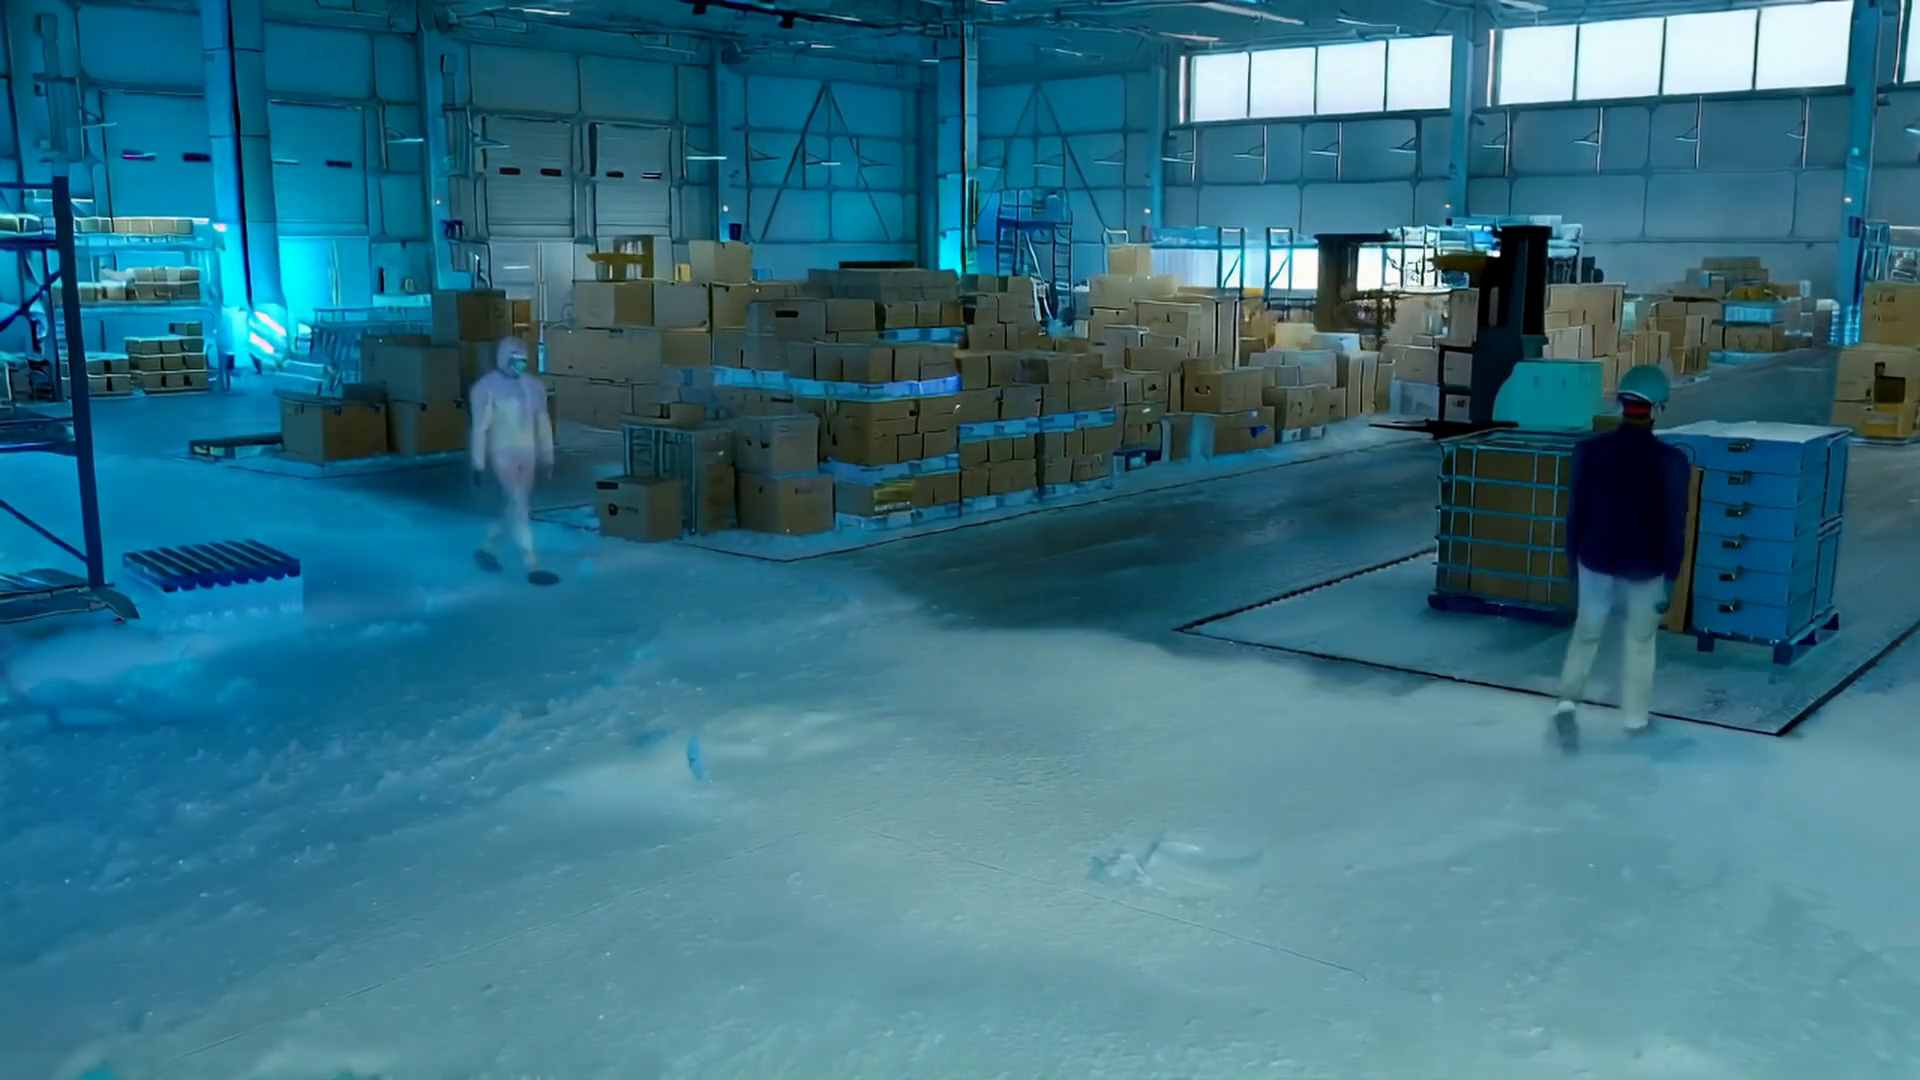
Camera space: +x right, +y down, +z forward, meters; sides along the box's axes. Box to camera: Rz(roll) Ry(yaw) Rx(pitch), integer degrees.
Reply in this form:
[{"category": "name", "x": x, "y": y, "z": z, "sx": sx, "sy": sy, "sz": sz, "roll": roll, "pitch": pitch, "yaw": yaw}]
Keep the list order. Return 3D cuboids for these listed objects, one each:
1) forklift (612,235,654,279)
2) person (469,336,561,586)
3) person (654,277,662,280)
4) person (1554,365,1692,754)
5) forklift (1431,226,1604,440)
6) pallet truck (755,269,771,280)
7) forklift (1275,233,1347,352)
[{"category": "forklift", "x": -7.300, "y": -5.450, "z": 37.421, "sx": 1.873, "sy": 2.768, "sz": 1.129, "roll": 8, "pitch": 13, "yaw": 40}, {"category": "person", "x": -3.471, "y": -0.625, "z": 12.797, "sx": 1.051, "sy": 1.892, "sz": 0.641, "roll": 8, "pitch": 13, "yaw": 37}, {"category": "person", "x": -6.509, "y": -4.725, "z": 36.012, "sx": 0.636, "sy": 1.931, "sz": 0.377, "roll": -5, "pitch": 11, "yaw": -25}, {"category": "person", "x": 3.308, "y": 0.111, "z": 8.339, "sx": 0.614, "sy": 1.973, "sz": 0.835, "roll": 7, "pitch": 12, "yaw": 36}, {"category": "forklift", "x": 7.339, "y": -2.688, "z": 21.696, "sx": 1.873, "sy": 2.768, "sz": 1.129, "roll": 8, "pitch": 13, "yaw": 40}, {"category": "pallet truck", "x": -4.996, "y": -6.432, "z": 45.525, "sx": 1.885, "sy": 1.965, "sz": 0.823, "roll": -6, "pitch": 12, "yaw": -32}, {"category": "forklift", "x": 7.275, "y": -4.634, "z": 32.777, "sx": 1.873, "sy": 2.768, "sz": 1.129, "roll": 6, "pitch": 12, "yaw": 30}]
